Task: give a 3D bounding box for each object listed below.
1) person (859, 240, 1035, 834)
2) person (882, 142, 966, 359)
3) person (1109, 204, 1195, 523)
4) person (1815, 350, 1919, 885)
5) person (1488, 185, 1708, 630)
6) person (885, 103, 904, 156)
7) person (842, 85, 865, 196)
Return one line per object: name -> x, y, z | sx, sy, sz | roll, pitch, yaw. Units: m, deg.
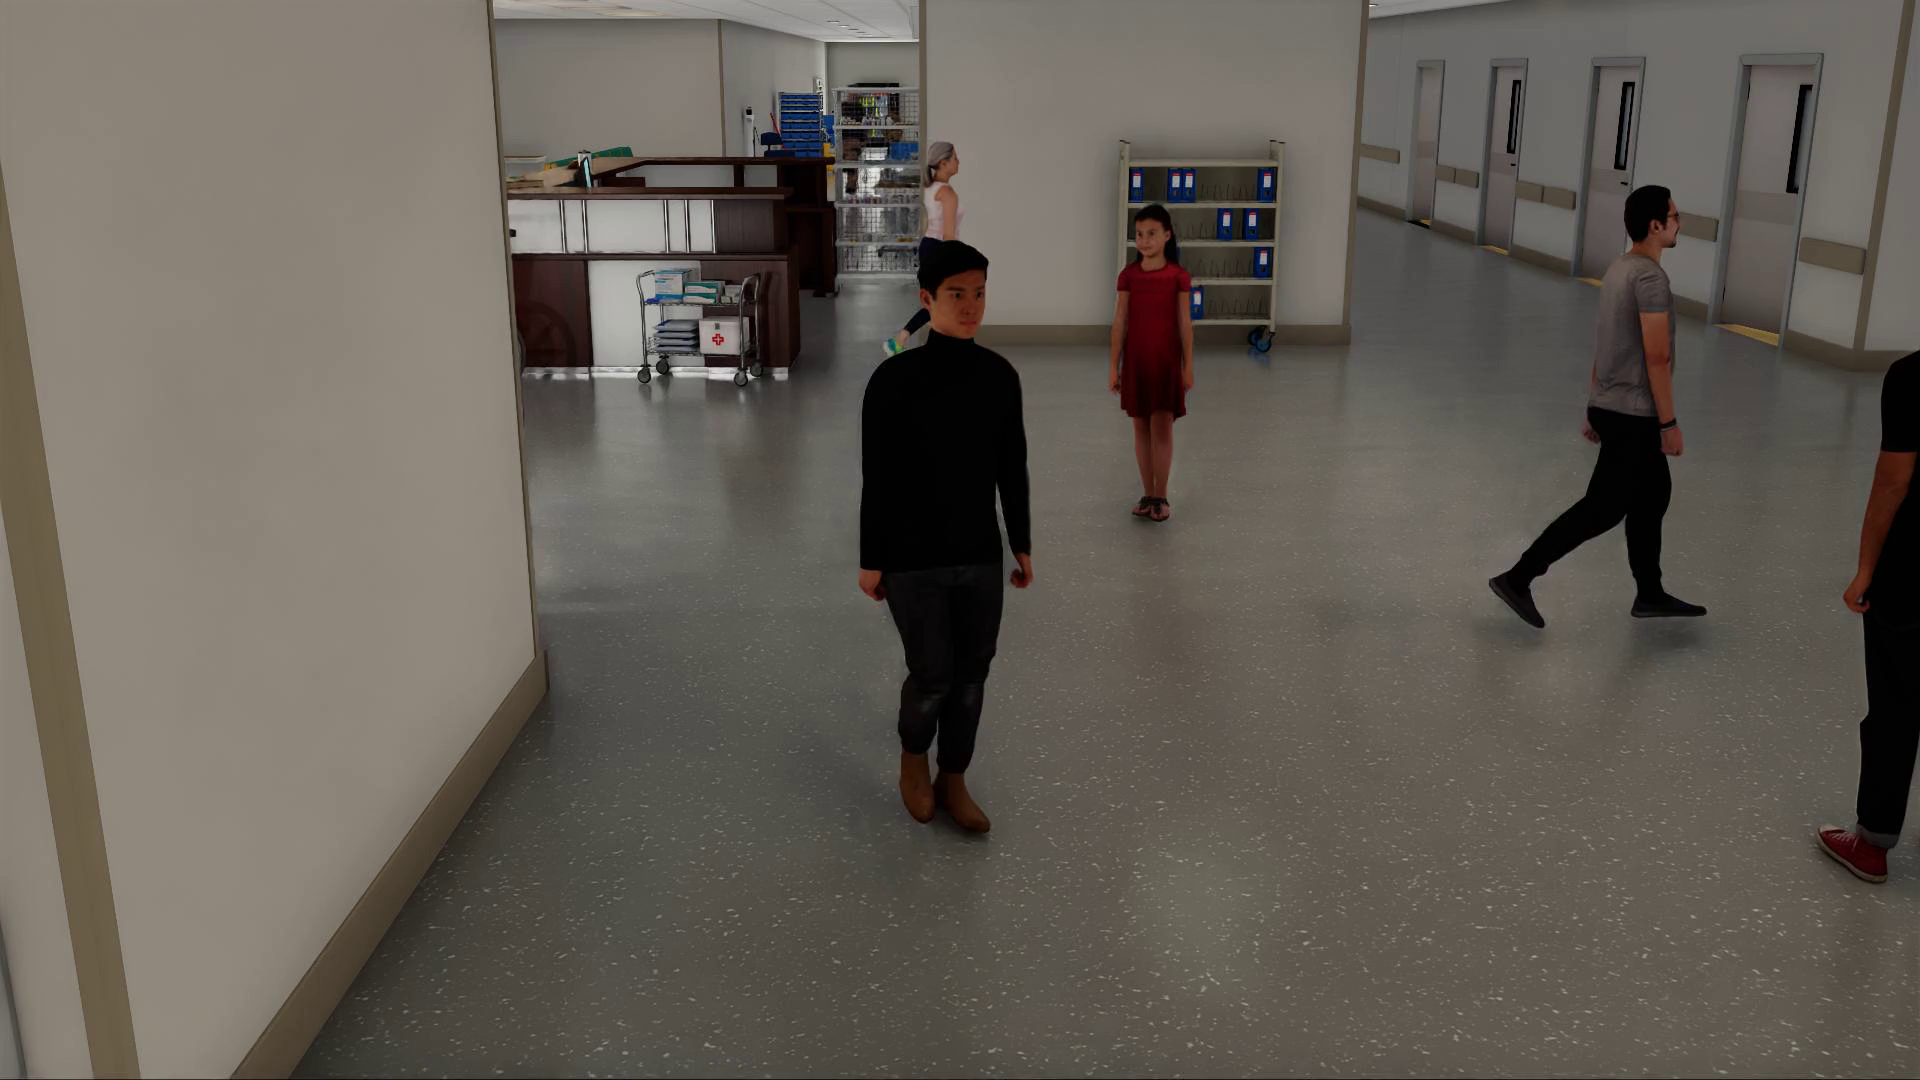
person -> -0.080, -0.005, 4.823 | 0.703, 1.715, 0.819 | -7, 17, -25
person -> -0.231, -1.933, 11.710 | 0.968, 1.689, 0.797 | -6, 17, -20
person -> 0.973, -0.878, 8.253 | 0.662, 1.534, 0.715 | 5, 17, 18
person -> 2.646, 0.077, 4.454 | 0.522, 1.758, 0.696 | 1, 16, 4
person -> 2.514, -0.480, 6.473 | 1.148, 1.734, 0.707 | 2, 16, 7
person -> -1.540, -9.276, 38.234 | 0.877, 1.429, 0.647 | 1, 16, 3
person -> -1.973, -7.146, 29.800 | 1.079, 1.906, 0.963 | 5, 16, 16
